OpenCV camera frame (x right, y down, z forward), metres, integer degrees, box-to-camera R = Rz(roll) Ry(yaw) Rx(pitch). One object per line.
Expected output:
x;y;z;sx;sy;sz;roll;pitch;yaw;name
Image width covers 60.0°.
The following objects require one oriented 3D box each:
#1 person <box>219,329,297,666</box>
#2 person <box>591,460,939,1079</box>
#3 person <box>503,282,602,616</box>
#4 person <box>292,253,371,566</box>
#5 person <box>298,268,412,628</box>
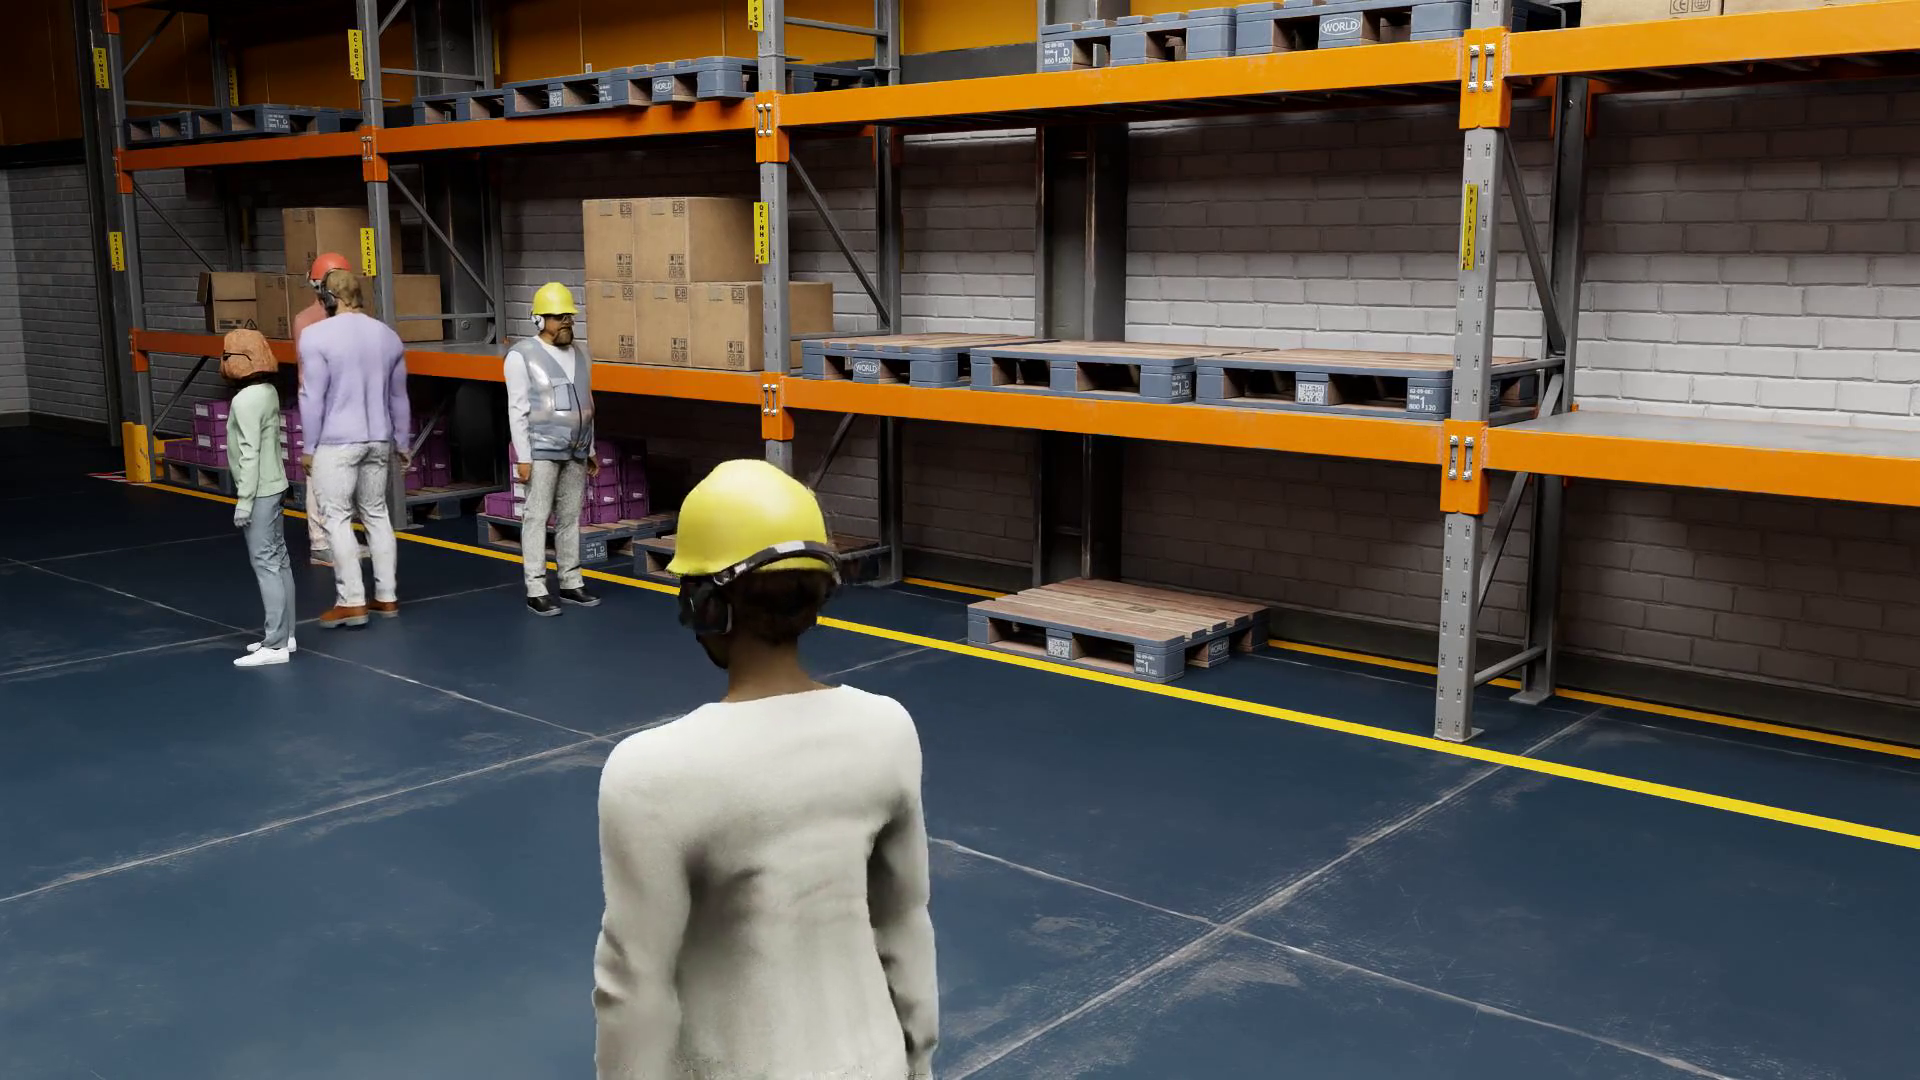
-3.433;-0.209;8.118;0.280;1.636;0.500;-2;10;-10;person
-0.194;0.773;2.233;0.540;1.738;0.633;-10;14;-44;person
-2.238;-0.508;9.262;0.404;1.834;0.591;7;12;35;person
-4.007;-0.837;10.683;0.400;1.989;0.623;2;10;9;person
-3.220;-0.490;8.928;0.522;1.916;0.741;6;12;31;person
